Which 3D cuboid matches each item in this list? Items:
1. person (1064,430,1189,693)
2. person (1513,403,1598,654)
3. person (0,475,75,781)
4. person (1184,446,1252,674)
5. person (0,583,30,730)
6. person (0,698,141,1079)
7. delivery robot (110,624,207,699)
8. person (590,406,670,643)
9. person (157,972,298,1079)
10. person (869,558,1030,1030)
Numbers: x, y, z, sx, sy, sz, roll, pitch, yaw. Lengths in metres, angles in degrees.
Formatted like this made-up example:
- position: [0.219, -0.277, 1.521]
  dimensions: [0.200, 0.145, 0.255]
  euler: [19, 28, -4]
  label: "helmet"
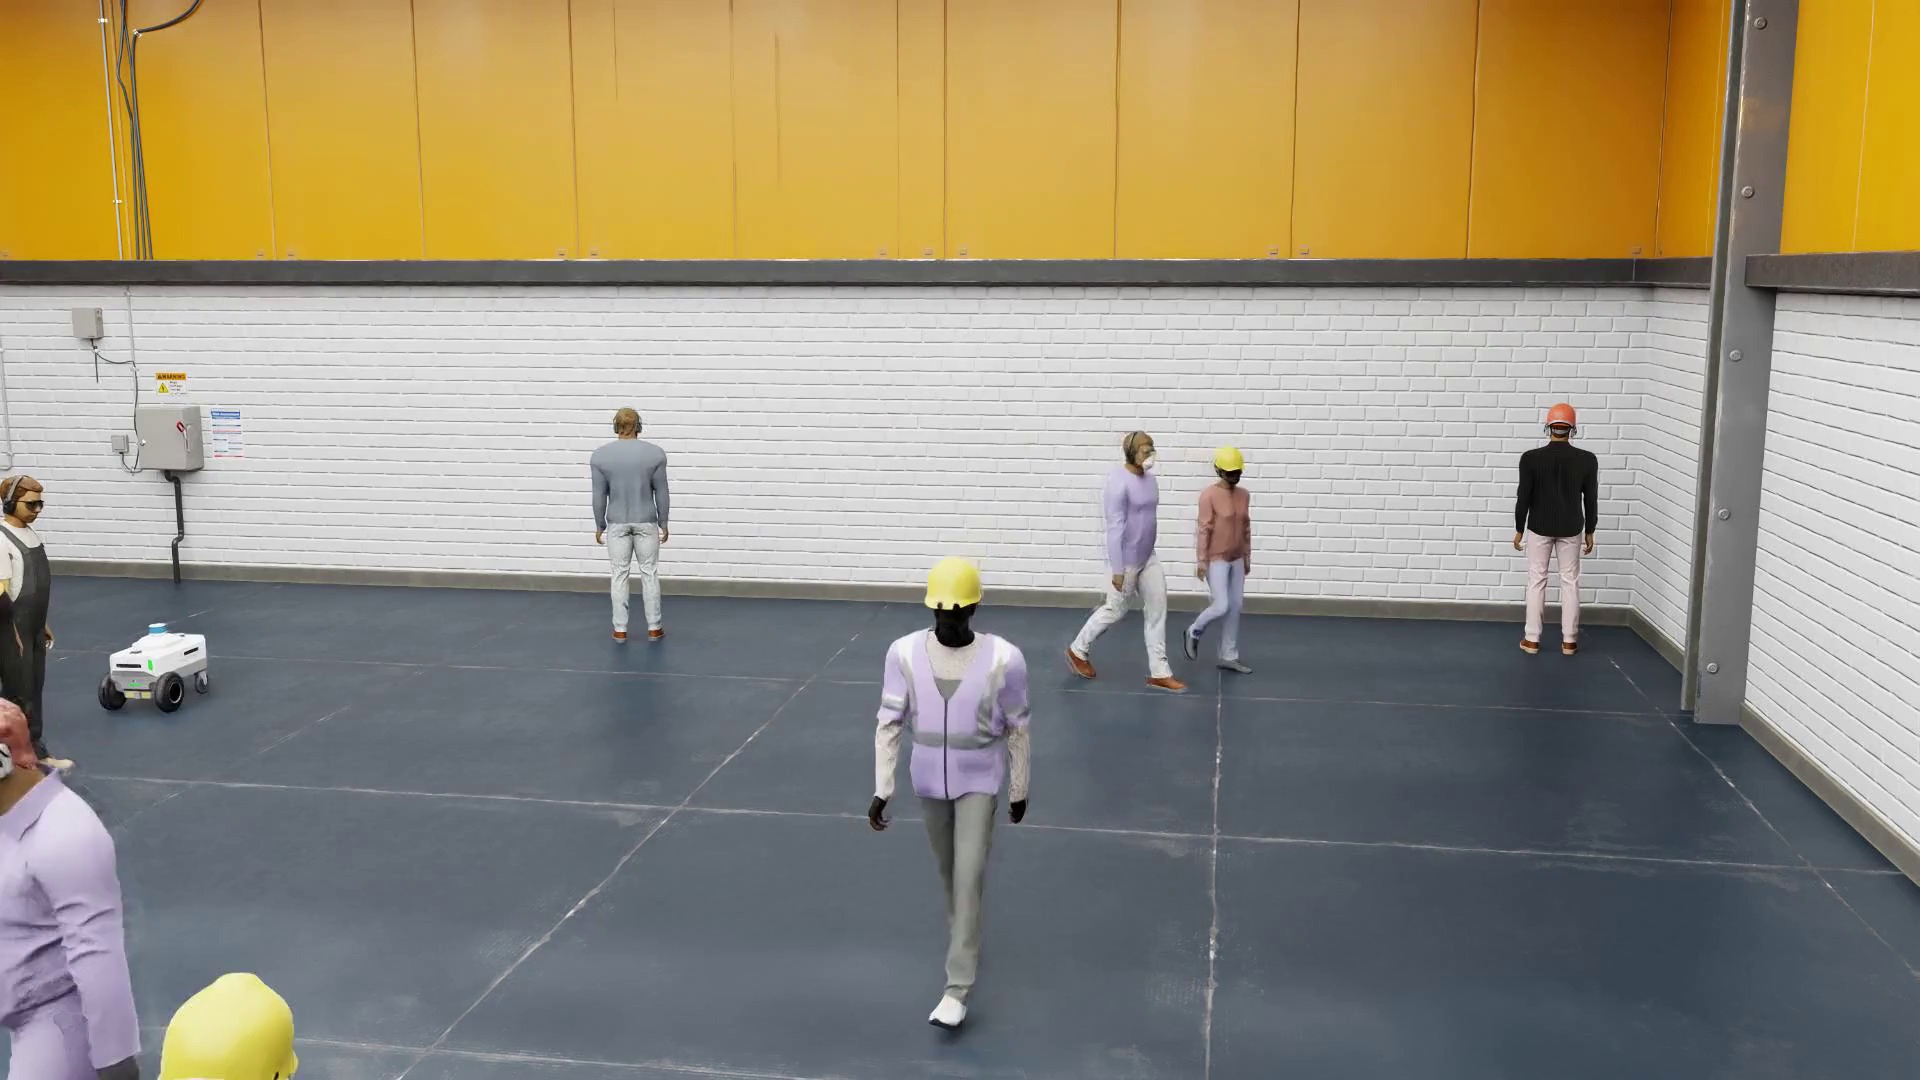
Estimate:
- position: [1.198, 0.139, 12.087]
  dimensions: [0.965, 1.905, 0.643]
  euler: [7, 11, 36]
  label: "person"
- position: [4.709, -0.087, 13.170]
  dimensions: [0.625, 1.992, 0.388]
  euler: [2, 9, 11]
  label: "person"
- position: [-5.528, 0.531, 9.845]
  dimensions: [0.344, 1.839, 0.504]
  euler: [-2, 9, -9]
  label: "person"
- position: [1.959, 0.144, 12.501]
  dimensions: [0.572, 1.742, 0.493]
  euler: [-8, 12, -40]
  label: "person"
- position: [-4.890, 0.833, 8.060]
  dimensions: [0.663, 1.815, 0.637]
  euler: [-5, 10, -27]
  label: "person"
- position: [-2.570, 1.356, 4.637]
  dimensions: [0.527, 1.881, 0.660]
  euler: [-8, 12, -40]
  label: "person"
- position: [-5.612, 0.830, 11.658]
  dimensions: [0.477, 0.478, 0.707]
  euler: [1, 9, 7]
  label: "delivery robot"
- position: [-2.681, -0.121, 13.575]
  dimensions: [0.627, 1.934, 0.370]
  euler: [-1, 9, -9]
  label: "person"
- position: [-1.264, 1.661, 2.955]
  dimensions: [0.581, 1.810, 0.432]
  euler: [-1, 9, -8]
  label: "person"
- position: [-0.035, 0.996, 6.852]
  dimensions: [0.603, 1.877, 0.970]
  euler: [3, 10, 17]
  label: "person"
